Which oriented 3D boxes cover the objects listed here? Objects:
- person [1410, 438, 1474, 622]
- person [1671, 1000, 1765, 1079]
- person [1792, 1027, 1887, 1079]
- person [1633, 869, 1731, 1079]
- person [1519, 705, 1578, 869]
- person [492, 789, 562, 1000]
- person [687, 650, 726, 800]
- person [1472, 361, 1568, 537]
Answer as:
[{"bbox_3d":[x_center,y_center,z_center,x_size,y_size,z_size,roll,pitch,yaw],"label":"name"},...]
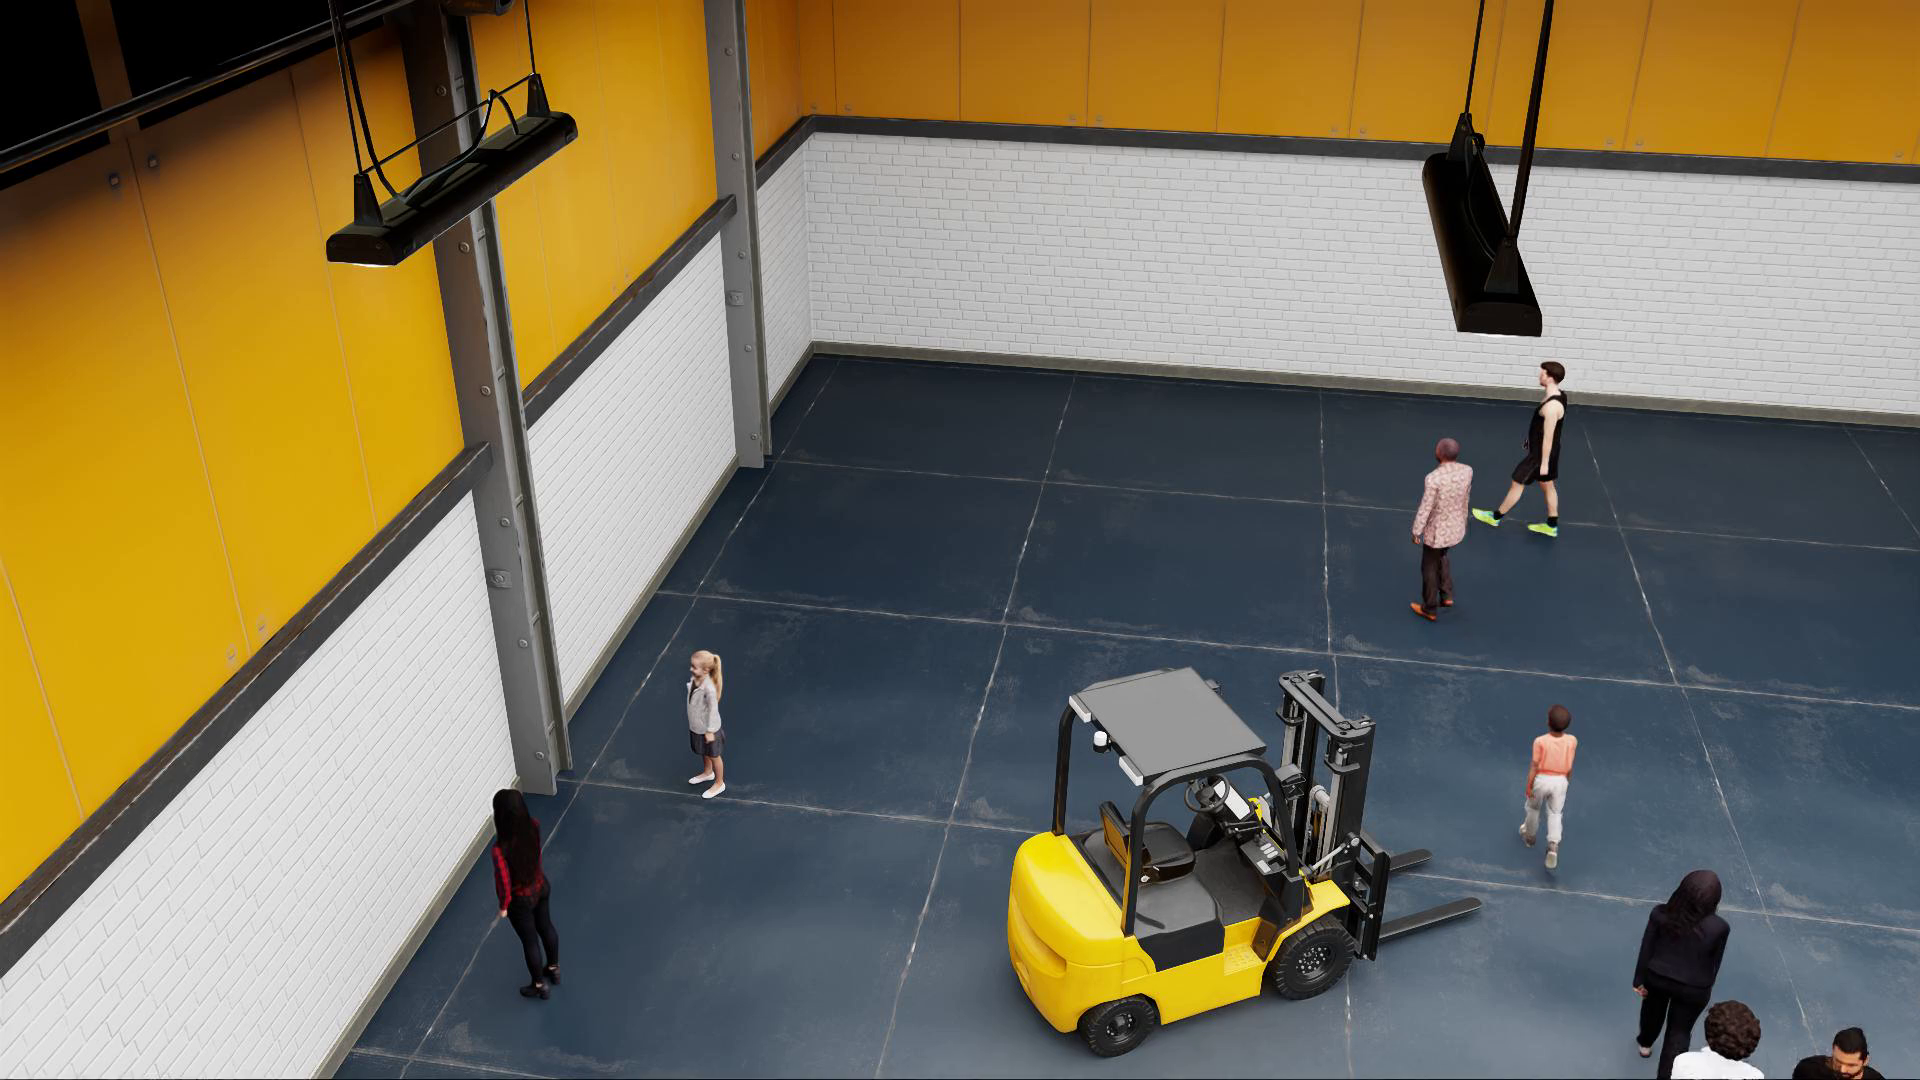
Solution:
[{"bbox_3d":[4.458,-0.055,15.185,0.839,1.792,0.869,-13,31,-22],"label":"person"},{"bbox_3d":[4.031,3.316,9.032,0.801,1.766,1.177,10,30,18],"label":"person"},{"bbox_3d":[4.707,3.287,9.114,0.725,1.739,0.860,11,30,19],"label":"person"},{"bbox_3d":[4.403,2.773,10.220,0.798,1.584,1.141,12,31,21],"label":"person"},{"bbox_3d":[4.368,1.819,12.270,0.507,1.295,0.797,3,29,5],"label":"person"},{"bbox_3d":[-2.845,2.325,10.962,0.696,1.658,0.533,13,31,22],"label":"person"},{"bbox_3d":[-1.993,1.416,13.028,0.661,1.276,0.600,-18,33,-30],"label":"person"},{"bbox_3d":[5.906,-0.862,16.602,0.954,1.852,1.108,14,31,24],"label":"person"}]
